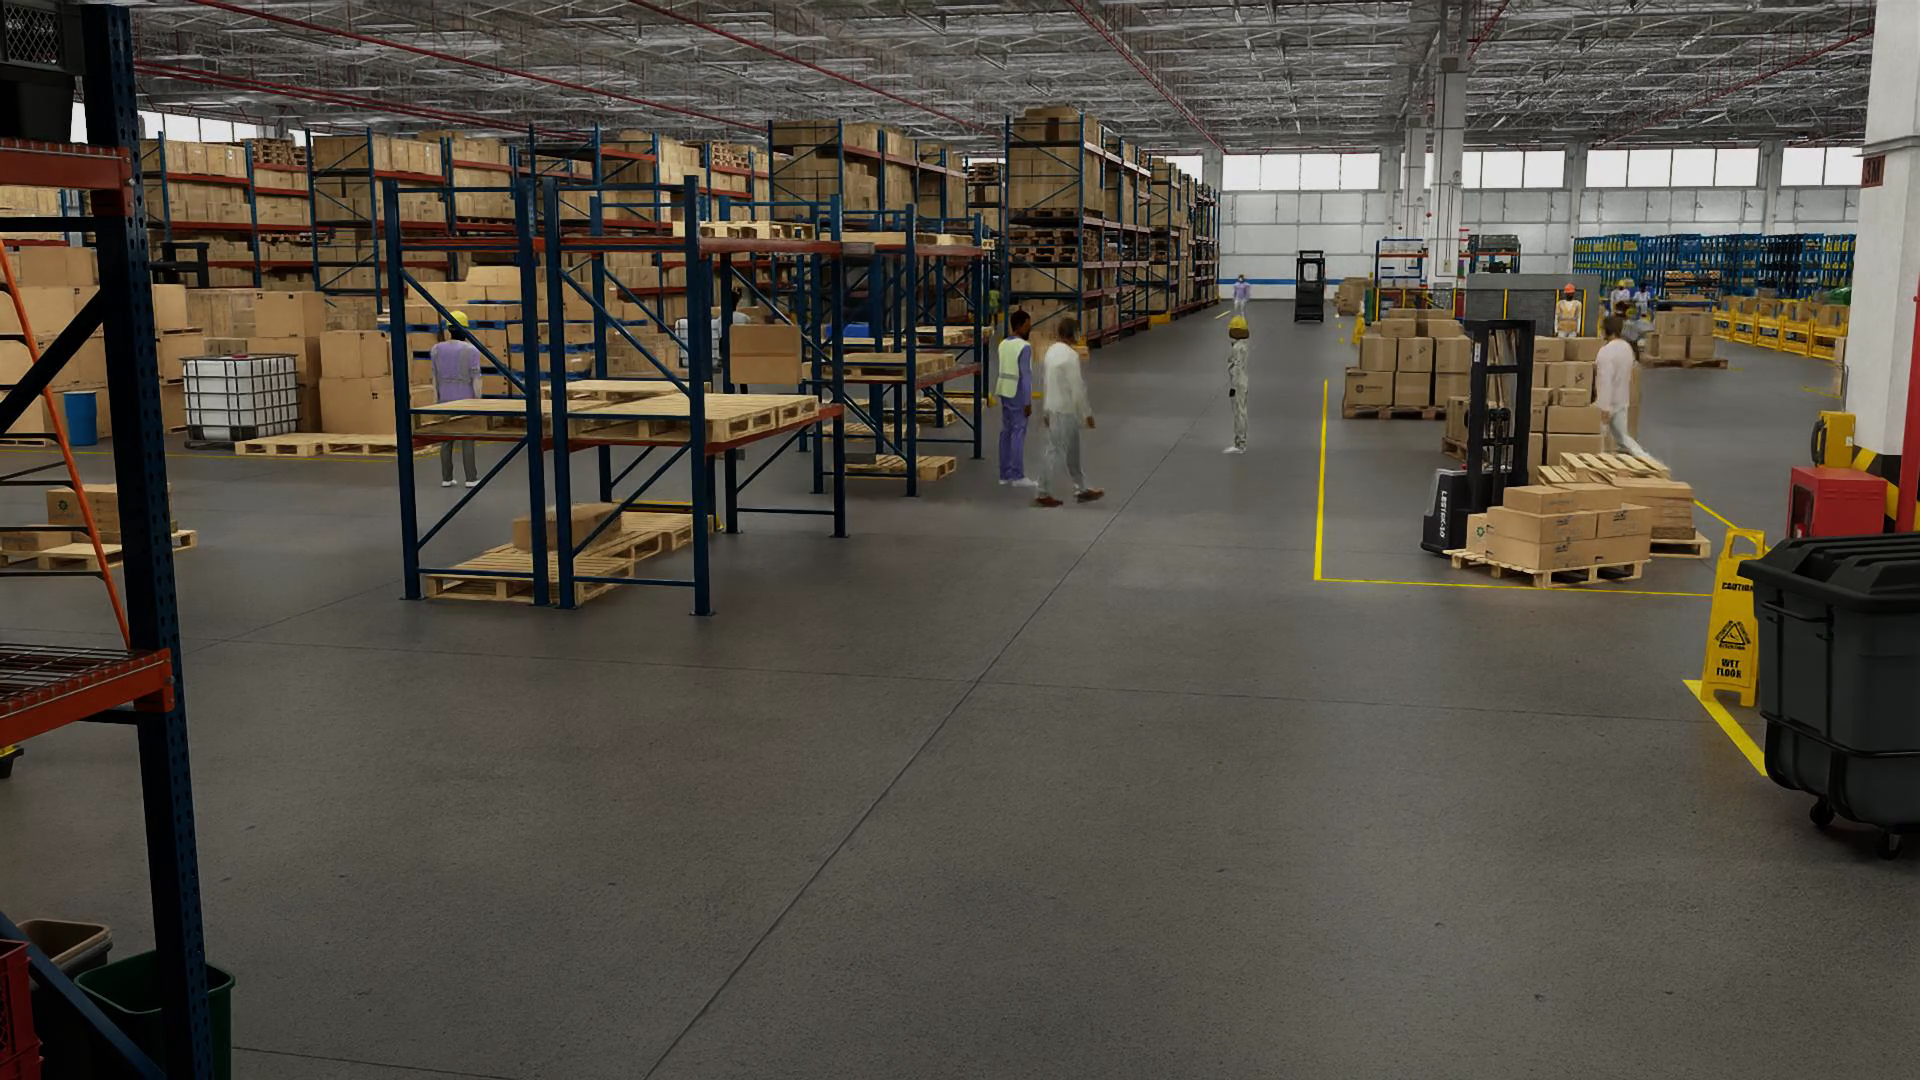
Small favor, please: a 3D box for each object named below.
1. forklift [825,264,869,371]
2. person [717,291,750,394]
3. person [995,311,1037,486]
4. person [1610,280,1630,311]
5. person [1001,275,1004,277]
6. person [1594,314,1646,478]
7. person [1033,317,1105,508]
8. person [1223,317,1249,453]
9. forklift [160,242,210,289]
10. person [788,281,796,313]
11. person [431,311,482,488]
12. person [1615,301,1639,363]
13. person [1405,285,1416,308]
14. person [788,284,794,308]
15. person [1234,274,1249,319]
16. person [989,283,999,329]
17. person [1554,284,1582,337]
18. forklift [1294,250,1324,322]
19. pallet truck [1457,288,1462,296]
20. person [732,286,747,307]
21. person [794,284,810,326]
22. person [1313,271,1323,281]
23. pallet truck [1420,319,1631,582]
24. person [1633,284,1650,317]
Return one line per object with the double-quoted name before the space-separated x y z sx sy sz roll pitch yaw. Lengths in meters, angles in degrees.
"forklift" -2.213 -5.056 36.147 1.129 2.768 1.873 2 10 12
"person" -3.622 -2.988 26.603 0.611 1.966 0.362 -9 13 -44
"person" 0.598 -1.545 18.208 0.396 1.917 0.590 -5 11 -28
"person" 21.423 -7.538 53.994 0.611 1.808 0.615 2 10 14
"person" 2.202 -13.531 89.596 0.593 1.785 0.946 2 10 12
"person" 7.010 -1.446 17.690 0.638 1.910 0.937 -9 13 -42
"person" 1.139 -1.267 16.620 0.927 1.899 0.647 -2 10 -13
"person" 3.543 -1.982 21.298 0.289 1.746 0.487 3 10 17
"forklift" -16.063 -4.810 34.690 1.129 2.768 1.873 2 10 12
"person" -7.541 -11.198 75.509 0.550 1.871 1.037 1 10 3
"person" -5.449 -1.524 18.093 0.584 1.918 0.408 2 10 13
"person" 9.864 -2.664 25.040 0.861 1.838 0.566 -3 10 -19
"person" 15.006 -7.777 55.272 1.002 1.854 0.672 5 11 26
"person" -7.109 -10.204 70.337 0.340 1.630 0.523 0 10 -2
"person" 10.525 -9.010 62.446 0.655 1.890 0.985 5 11 29
"person" 1.132 -8.314 59.084 0.544 1.639 0.894 -3 10 -16
"person" 13.152 -4.562 36.007 0.551 1.936 0.357 3 10 15
"forklift" 13.778 -10.002 65.433 1.129 2.768 1.873 2 10 12
"pallet truck" 20.506 -9.785 68.819 0.653 1.274 1.630 2 10 12
"person" -5.122 -5.053 39.183 0.527 1.845 0.538 5 11 27
"person" -5.902 -8.859 61.645 0.620 1.881 0.838 -8 13 -40
"person" 17.897 -12.509 83.063 0.618 1.950 1.034 -3 10 -15
"pallet truck" 4.543 -0.757 13.299 0.823 1.965 1.885 -4 10 -22
"person" 23.302 -7.944 56.882 0.543 1.640 0.906 3 10 19
